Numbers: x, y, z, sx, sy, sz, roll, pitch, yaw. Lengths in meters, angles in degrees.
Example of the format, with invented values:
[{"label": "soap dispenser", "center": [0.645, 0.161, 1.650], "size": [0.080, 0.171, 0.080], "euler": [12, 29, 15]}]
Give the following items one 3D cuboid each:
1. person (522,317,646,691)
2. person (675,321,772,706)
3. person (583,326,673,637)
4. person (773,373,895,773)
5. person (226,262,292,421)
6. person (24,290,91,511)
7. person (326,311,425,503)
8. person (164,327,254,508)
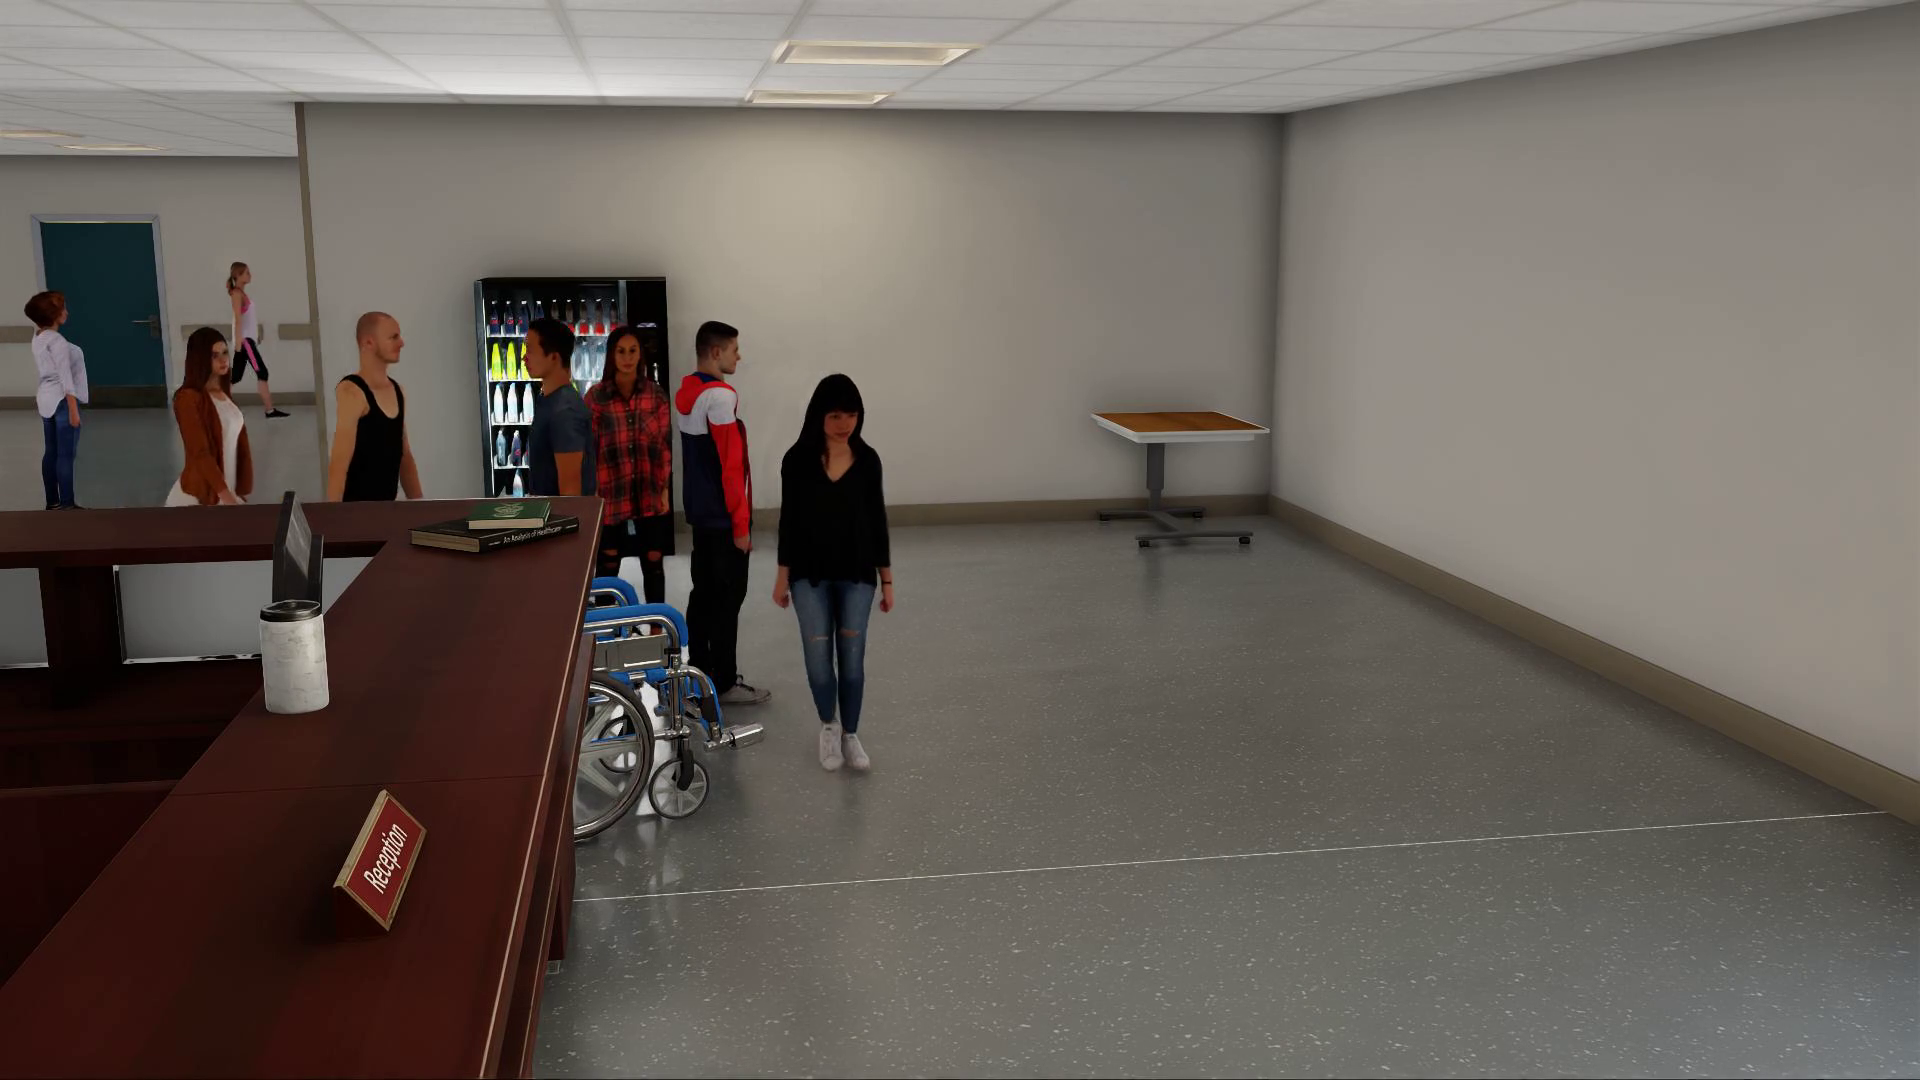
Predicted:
[{"label": "person", "center": [-1.625, -0.052, 7.204], "size": [0.961, 1.789, 0.763], "euler": [-3, 11, -18]}, {"label": "person", "center": [-1.128, -0.129, 7.689], "size": [0.678, 1.759, 0.708], "euler": [-7, 13, -31]}, {"label": "person", "center": [-1.667, -0.224, 8.349], "size": [0.556, 1.699, 0.712], "euler": [-4, 11, -19]}, {"label": "person", "center": [-0.531, 0.138, 6.671], "size": [0.576, 1.613, 0.699], "euler": [-3, 11, -16]}, {"label": "person", "center": [-8.024, -2.158, 18.408], "size": [1.189, 1.749, 0.779], "euler": [-5, 12, -23]}, {"label": "person", "center": [-6.854, -1.039, 12.610], "size": [0.742, 1.711, 0.782], "euler": [10, 14, 41]}, {"label": "person", "center": [-2.777, -0.102, 7.562], "size": [1.238, 1.753, 0.843], "euler": [1, 11, 3]}, {"label": "person", "center": [-3.775, -0.164, 8.140], "size": [1.232, 1.660, 0.843], "euler": [1, 11, 5]}]
